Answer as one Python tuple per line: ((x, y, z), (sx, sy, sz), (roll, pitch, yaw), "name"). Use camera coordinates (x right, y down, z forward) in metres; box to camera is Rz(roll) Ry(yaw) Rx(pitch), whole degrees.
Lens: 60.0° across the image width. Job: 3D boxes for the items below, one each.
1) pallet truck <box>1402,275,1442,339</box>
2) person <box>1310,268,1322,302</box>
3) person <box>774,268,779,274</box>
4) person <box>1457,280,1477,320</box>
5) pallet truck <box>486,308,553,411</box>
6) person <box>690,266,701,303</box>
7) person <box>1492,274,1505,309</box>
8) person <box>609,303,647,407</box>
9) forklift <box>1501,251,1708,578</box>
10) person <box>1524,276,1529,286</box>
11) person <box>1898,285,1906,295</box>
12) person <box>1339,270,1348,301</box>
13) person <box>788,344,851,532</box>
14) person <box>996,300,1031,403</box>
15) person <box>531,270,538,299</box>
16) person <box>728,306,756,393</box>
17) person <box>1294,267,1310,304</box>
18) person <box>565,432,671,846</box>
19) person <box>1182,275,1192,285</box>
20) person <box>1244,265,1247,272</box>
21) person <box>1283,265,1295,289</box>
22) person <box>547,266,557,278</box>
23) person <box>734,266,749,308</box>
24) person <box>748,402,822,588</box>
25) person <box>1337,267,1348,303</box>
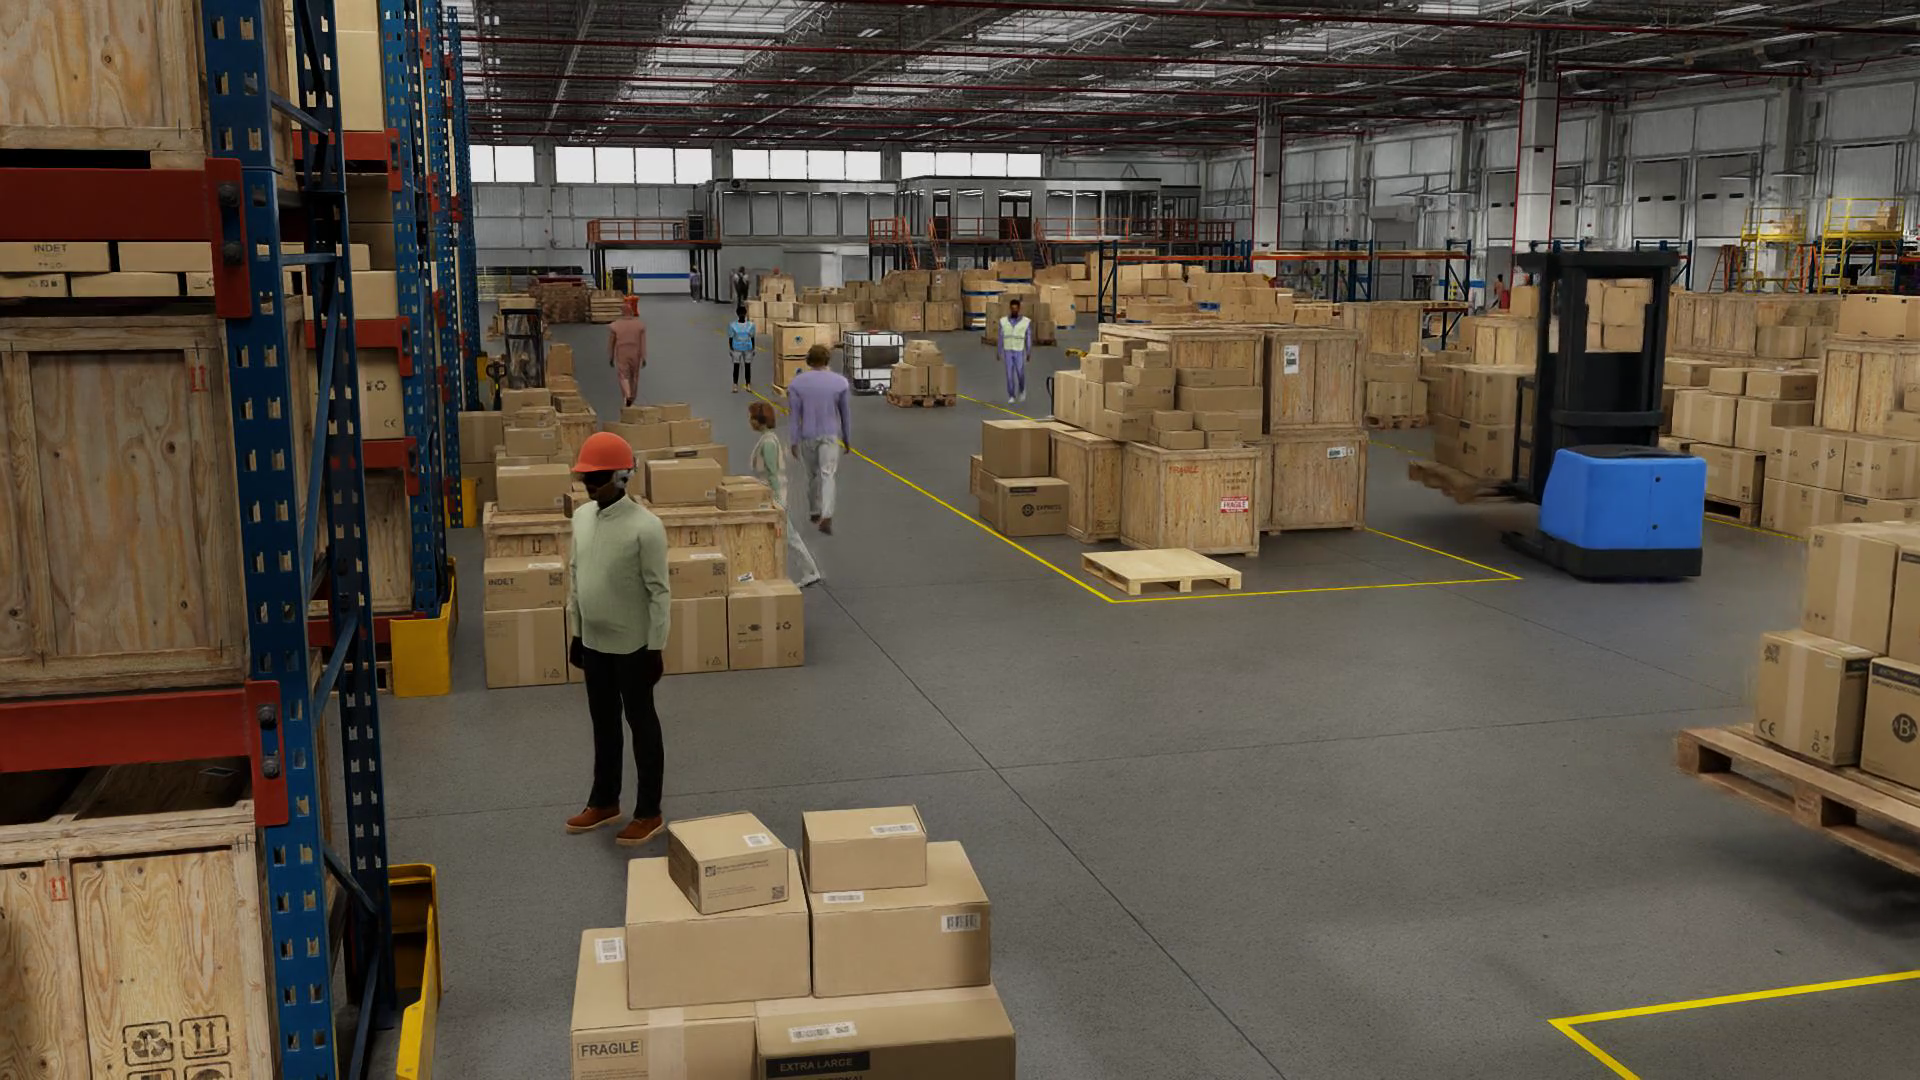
((14.620, -7.324, 52.145), (0.823, 1.965, 1.885), (8, 13, 40), "pallet truck")
((17.007, -12.038, 79.285), (0.632, 1.840, 0.429), (-4, 11, -23), "person")
((-7.907, -10.728, 71.621), (0.545, 1.927, 0.385), (-4, 11, -19), "person")
((16.232, -7.440, 53.332), (0.632, 1.818, 0.837), (1, 10, 6), "person")
((-6.242, -2.418, 24.362), (0.823, 1.965, 1.885), (1, 10, 3), "pallet truck")
((-13.490, -13.040, 84.855), (0.611, 1.876, 1.013), (-3, 10, -16), "person")
((23.346, -10.677, 72.034), (0.543, 1.683, 0.534), (-3, 11, -18), "person")
((-5.850, -3.240, 29.347), (0.650, 1.883, 0.810), (-3, 10, -17), "person")
((5.779, -1.170, 14.798), (1.129, 2.768, 1.873), (0, 10, -2), "forklift")
((17.862, -7.345, 52.418), (0.640, 1.942, 1.011), (-3, 10, -15), "person")
((23.769, -5.489, 42.071), (0.353, 1.886, 0.573), (6, 12, 30), "person")
((18.394, -11.992, 79.285), (0.598, 1.751, 0.529), (8, 13, 38), "person")
((-1.420, -1.038, 16.884), (0.640, 1.899, 1.036), (-1, 10, -5), "person")
((0.978, -3.443, 30.462), (0.610, 1.900, 0.553), (2, 10, 12), "person")
((-19.806, -11.683, 77.485), (0.331, 1.767, 0.527), (-8, 13, -39), "person")
((-4.284, -3.744, 32.721), (0.541, 1.696, 0.316), (-3, 10, -16), "person")
((15.785, -11.591, 76.550), (0.704, 1.911, 0.551), (-2, 10, -14), "person")
((-1.659, 0.472, 8.005), (0.610, 1.996, 0.384), (7, 12, 35), "person")
((8.389, -8.869, 61.361), (0.519, 1.839, 0.875), (-6, 12, -31), "person")
((13.497, -12.026, 78.800), (0.392, 1.986, 0.611), (0, 10, 1), "person")
((16.875, -13.137, 85.263), (0.645, 1.917, 0.815), (0, 10, 3), "person")
((-20.829, -12.993, 84.684), (0.600, 1.837, 0.924), (6, 12, 31), "person")
((-9.912, -11.496, 75.647), (0.688, 2.000, 1.026), (1, 10, 4), "person")
((-1.580, -0.357, 13.862), (0.892, 1.589, 0.531), (-1, 10, -5), "person")
((17.844, -11.812, 77.759), (0.596, 1.923, 0.378), (1, 10, 4), "person")
